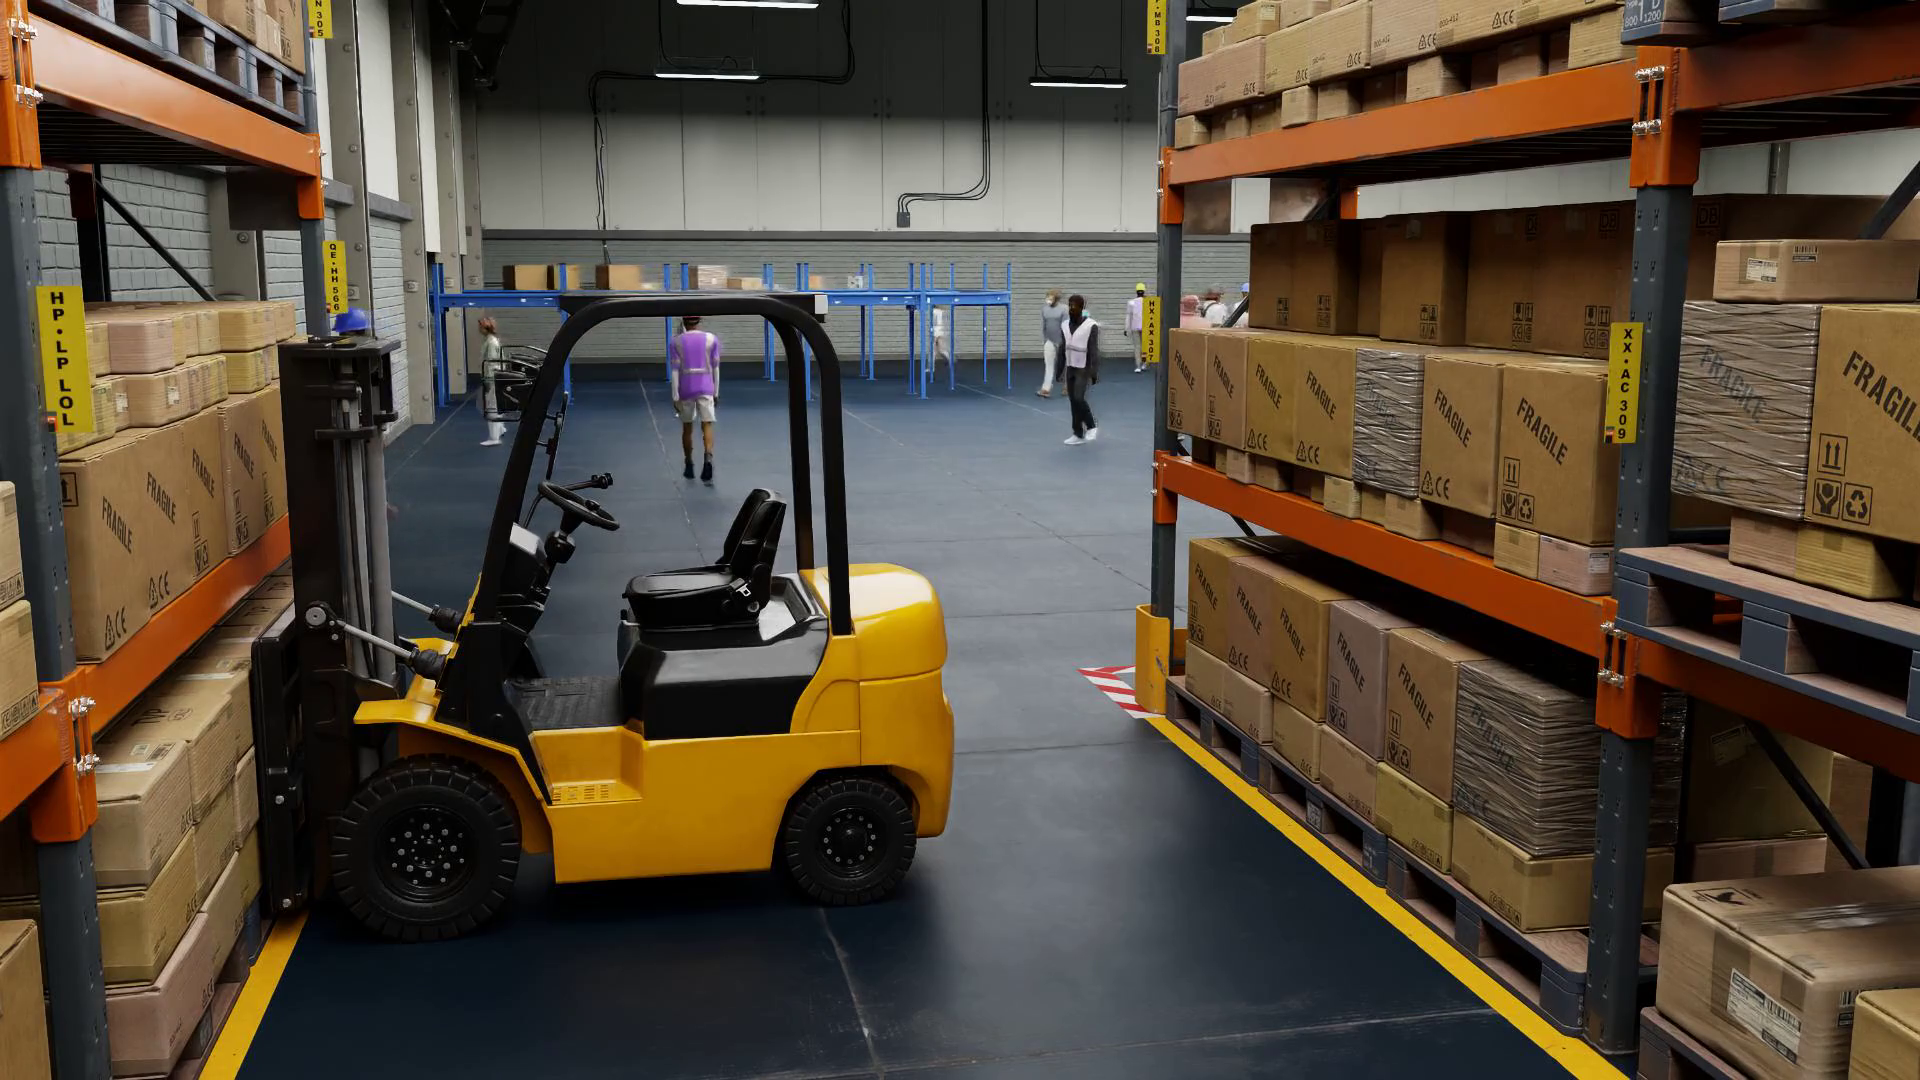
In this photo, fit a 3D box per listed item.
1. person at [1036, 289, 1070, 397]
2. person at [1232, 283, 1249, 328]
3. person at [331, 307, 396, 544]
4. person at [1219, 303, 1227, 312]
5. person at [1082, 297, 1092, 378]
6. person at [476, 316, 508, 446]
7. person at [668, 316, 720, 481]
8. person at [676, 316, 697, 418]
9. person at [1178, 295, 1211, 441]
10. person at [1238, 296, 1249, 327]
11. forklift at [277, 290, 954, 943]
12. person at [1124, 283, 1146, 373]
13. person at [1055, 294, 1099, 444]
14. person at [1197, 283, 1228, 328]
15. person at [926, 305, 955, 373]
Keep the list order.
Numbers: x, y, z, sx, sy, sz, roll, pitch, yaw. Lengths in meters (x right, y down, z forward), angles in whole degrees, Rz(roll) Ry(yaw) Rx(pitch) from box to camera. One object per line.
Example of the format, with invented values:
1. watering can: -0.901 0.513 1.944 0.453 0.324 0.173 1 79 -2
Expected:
1. person: 1.692 -3.444 29.065 0.653 1.877 1.016 7 12 38
2. person: 5.340 -3.814 31.063 0.615 1.950 0.375 7 12 38
3. person: -4.789 -0.894 13.304 0.632 1.934 0.508 7 12 36
4. person: 5.164 -4.201 33.845 0.533 1.826 0.981 -3 10 -16
5. person: 2.421 -4.021 33.125 0.547 1.685 0.448 -8 13 -42
6. person: -5.924 -1.996 20.937 0.357 1.625 0.546 -4 10 -21
7. person: -2.798 -1.580 17.591 0.539 1.913 0.889 -2 10 -12
8. person: -4.132 -2.774 25.013 0.311 1.863 0.510 -1 9 -6
9. person: 2.988 -2.241 21.711 0.653 1.879 0.745 4 10 22
10. person: 4.905 -3.256 28.240 0.529 1.764 0.335 -5 11 -28
11. forklift: -1.179 0.175 6.143 2.313 2.155 1.214 -2 10 -12
12. person: 3.828 -4.561 35.773 0.606 1.901 0.769 -1 9 -7
13. person: 1.498 -2.172 21.213 0.452 1.905 0.608 -8 12 -39
14. person: 4.212 -3.357 28.139 0.916 2.000 0.681 -4 10 -24
15. person: -0.457 -4.385 35.591 0.689 1.615 0.528 5 11 29
